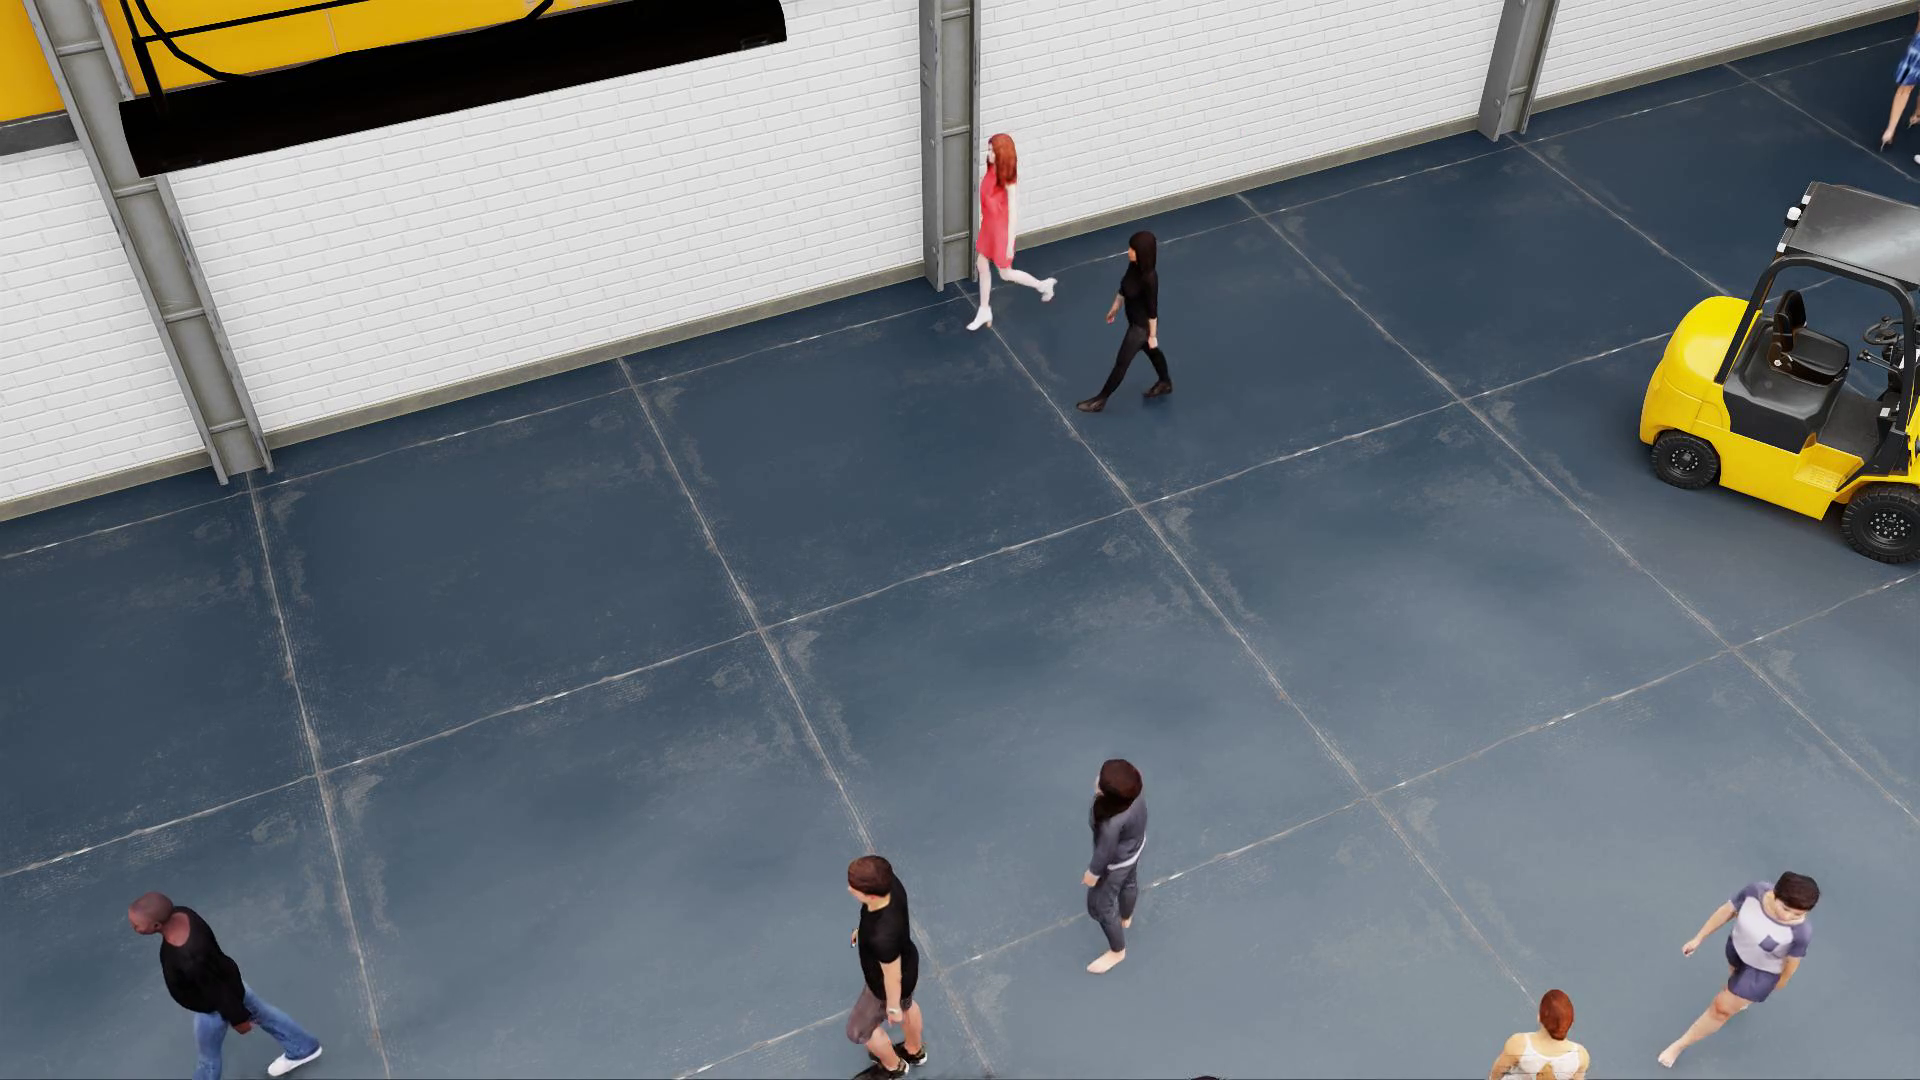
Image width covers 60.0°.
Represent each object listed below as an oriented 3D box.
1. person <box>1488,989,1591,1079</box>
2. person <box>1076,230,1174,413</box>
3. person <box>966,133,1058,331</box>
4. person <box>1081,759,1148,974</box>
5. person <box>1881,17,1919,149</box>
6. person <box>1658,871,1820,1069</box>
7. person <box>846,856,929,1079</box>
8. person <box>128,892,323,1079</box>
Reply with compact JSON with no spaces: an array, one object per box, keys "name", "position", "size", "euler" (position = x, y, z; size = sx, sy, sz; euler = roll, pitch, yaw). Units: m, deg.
[{"name":"person","position":[2.774,2.813,8.099],"size":[0.752,1.622,0.805],"euler":[9,44,9]},{"name":"person","position":[1.464,-1.687,12.842],"size":[1.109,1.595,0.706],"euler":[-11,45,-11]},{"name":"person","position":[0.401,-2.496,13.538],"size":[1.029,1.806,0.610],"euler":[-16,46,-16]},{"name":"person","position":[0.917,1.671,9.210],"size":[0.854,1.744,0.774],"euler":[27,50,25]},{"name":"person","position":[9.112,-4.527,15.700],"size":[0.935,1.766,1.118],"euler":[26,50,25]},{"name":"person","position":[4.268,2.180,8.838],"size":[0.973,1.519,0.595],"euler":[-14,45,-14]},{"name":"person","position":[-0.281,2.217,8.561],"size":[0.809,1.848,0.806],"euler":[1,44,1]},{"name":"person","position":[-3.734,2.301,8.574],"size":[1.077,1.708,0.631],"euler":[-21,47,-21]}]
